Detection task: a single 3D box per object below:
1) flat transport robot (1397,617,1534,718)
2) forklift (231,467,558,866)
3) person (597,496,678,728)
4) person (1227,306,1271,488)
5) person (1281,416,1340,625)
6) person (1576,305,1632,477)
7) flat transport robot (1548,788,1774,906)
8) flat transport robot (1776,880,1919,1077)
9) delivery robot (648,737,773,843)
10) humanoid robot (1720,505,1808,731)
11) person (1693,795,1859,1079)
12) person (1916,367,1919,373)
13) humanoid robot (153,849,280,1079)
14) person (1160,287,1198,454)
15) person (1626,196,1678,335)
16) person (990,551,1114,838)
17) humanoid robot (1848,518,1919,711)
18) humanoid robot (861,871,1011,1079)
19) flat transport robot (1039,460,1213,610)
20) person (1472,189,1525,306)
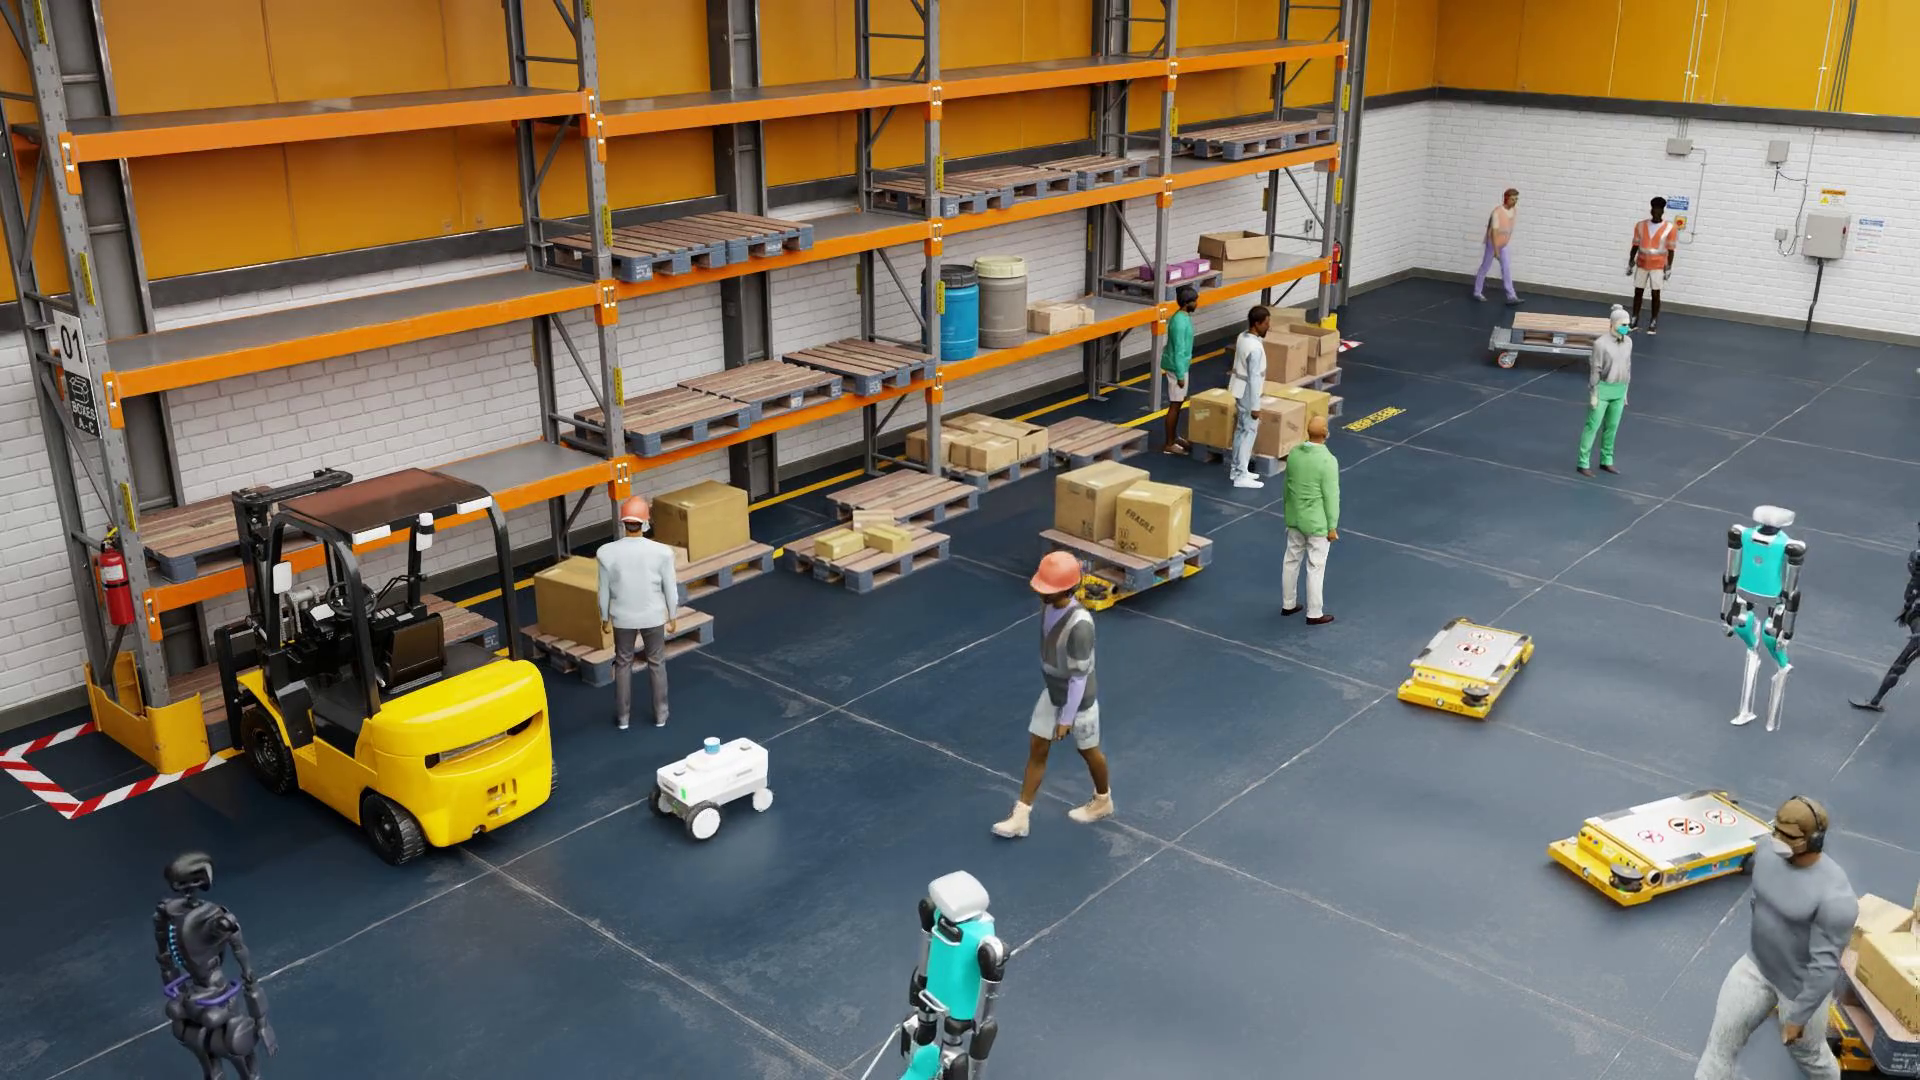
[{"bbox_3d":[3.948,0.974,12.913,0.659,0.231,1.431,12,24,30],"label":"flat transport robot"},{"bbox_3d":[-3.730,0.710,10.856,2.313,2.155,1.214,17,26,38],"label":"forklift"},{"bbox_3d":[-2.315,0.524,12.010,0.571,1.737,0.351,-3,20,-7],"label":"person"},{"bbox_3d":[2.987,-1.481,17.204,0.408,1.908,0.595,-1,20,-4],"label":"person"},{"bbox_3d":[2.914,-0.166,13.816,0.383,1.784,0.540,-16,25,-36],"label":"person"},{"bbox_3d":[6.851,-1.575,17.555,0.527,1.839,0.341,-7,21,-19],"label":"person"},{"bbox_3d":[4.468,1.904,10.391,1.431,0.231,0.659,-9,22,-22],"label":"flat transport robot"},{"bbox_3d":[5.080,2.533,8.688,1.431,0.231,0.659,2,20,6],"label":"flat transport robot"},{"bbox_3d":[-1.620,1.587,10.849,0.795,0.602,0.499,-17,26,-39],"label":"delivery robot"},{"bbox_3d":[5.798,0.559,11.936,0.742,1.790,0.533,-17,26,-38],"label":"humanoid robot"},{"bbox_3d":[3.815,2.032,7.725,1.059,1.885,0.629,-6,21,-16],"label":"person"},{"bbox_3d":[12.723,-2.962,21.426,0.503,1.761,0.447,5,21,12],"label":"person"},{"bbox_3d":[-3.449,2.193,7.590,0.613,1.632,0.561,8,22,20],"label":"humanoid robot"},{"bbox_3d":[2.411,-1.875,18.363,0.403,1.843,0.500,4,21,12],"label":"person"},{"bbox_3d":[9.860,-3.928,23.762,0.619,1.957,0.379,17,26,39],"label":"person"},{"bbox_3d":[0.620,0.970,10.440,0.969,1.983,0.631,-10,23,-26],"label":"person"},{"bbox_3d":[7.055,0.558,12.106,0.791,1.619,0.600,4,21,11],"label":"humanoid robot"},{"bbox_3d":[-0.196,2.364,7.174,0.762,1.879,0.542,-15,25,-34],"label":"humanoid robot"},{"bbox_3d":[1.458,0.278,14.798,1.431,0.231,0.659,-18,27,-40],"label":"flat transport robot"},{"bbox_3d":[8.316,-4.502,25.558,0.556,1.778,0.937,-12,24,-30],"label":"person"}]
